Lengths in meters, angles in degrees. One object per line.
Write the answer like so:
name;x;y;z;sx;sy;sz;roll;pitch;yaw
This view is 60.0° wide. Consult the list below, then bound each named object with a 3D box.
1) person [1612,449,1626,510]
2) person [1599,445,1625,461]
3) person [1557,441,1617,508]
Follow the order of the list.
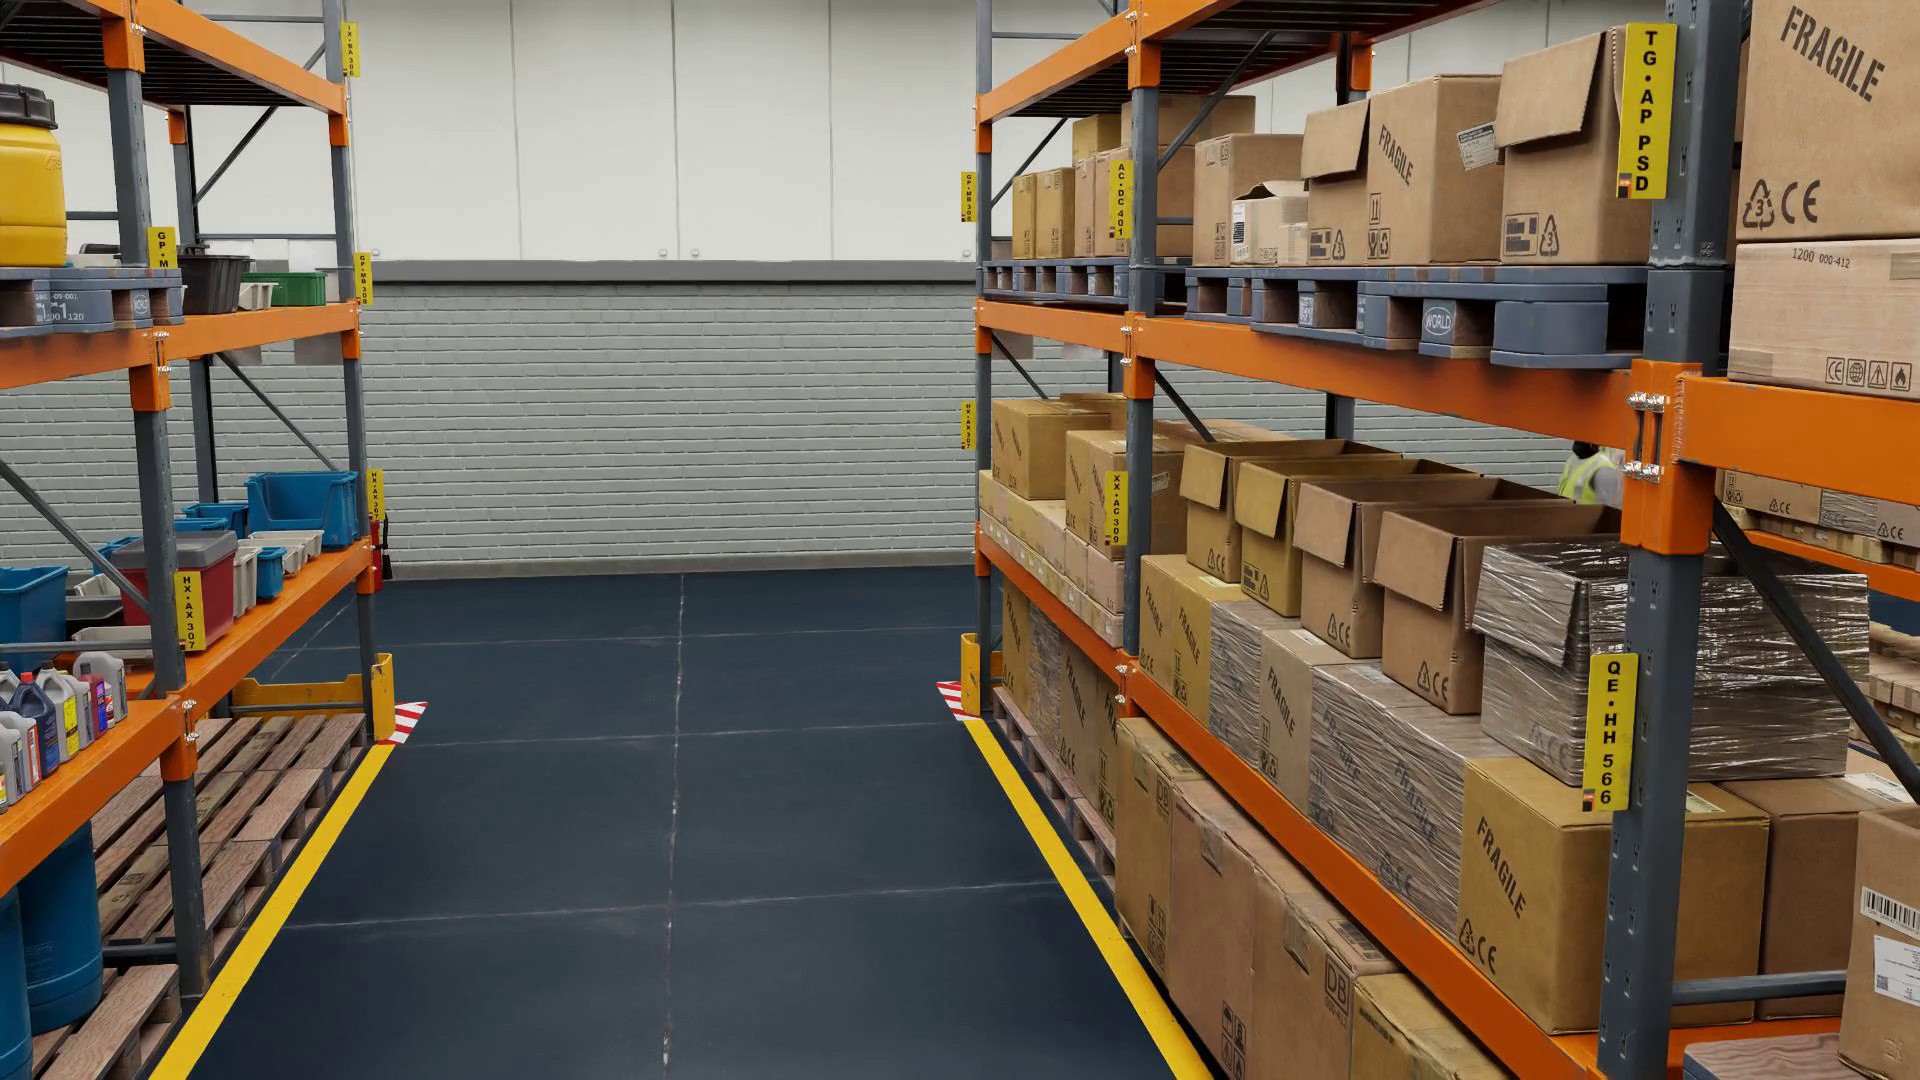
person;5.854;-0.210;14.471;0.604;1.818;0.649;4;10;21
person;5.841;-0.357;14.905;0.627;1.967;0.477;7;11;35
person;5.191;-0.088;13.861;0.925;1.802;0.625;0;9;0
